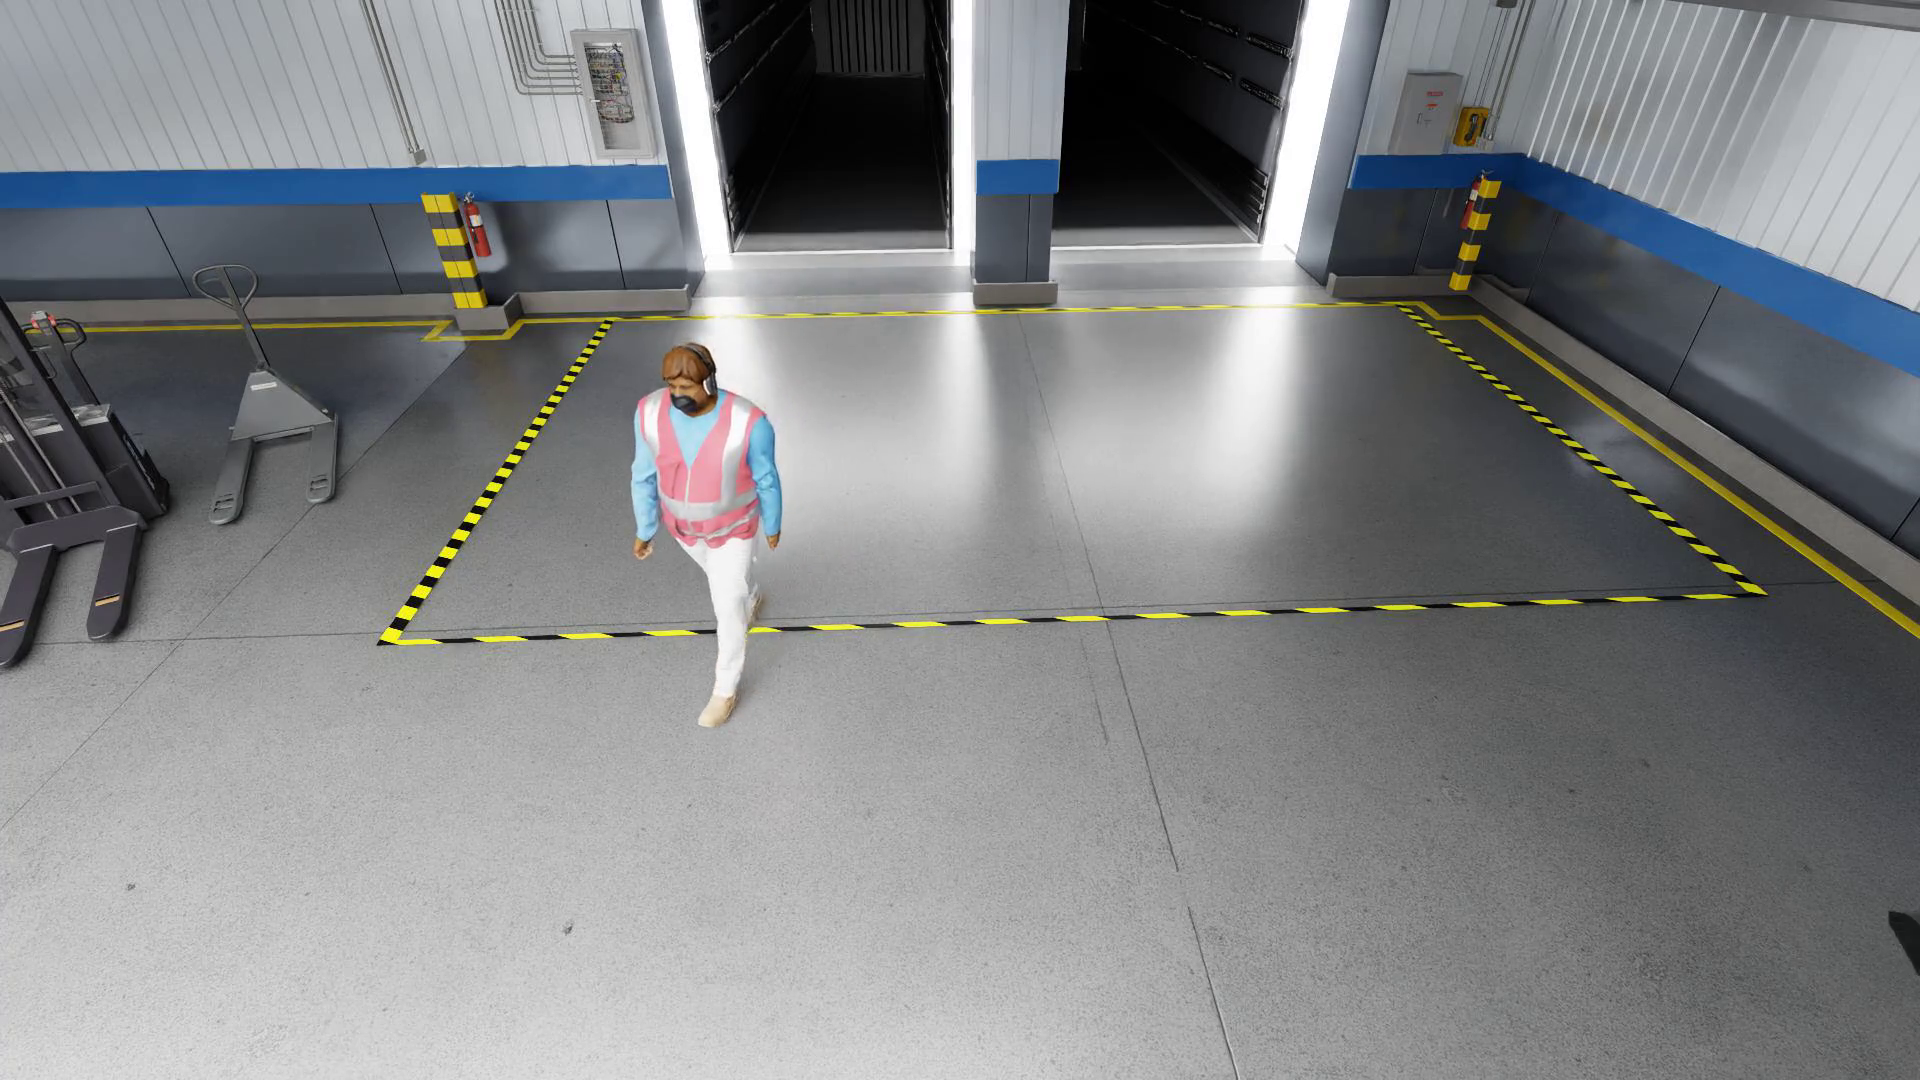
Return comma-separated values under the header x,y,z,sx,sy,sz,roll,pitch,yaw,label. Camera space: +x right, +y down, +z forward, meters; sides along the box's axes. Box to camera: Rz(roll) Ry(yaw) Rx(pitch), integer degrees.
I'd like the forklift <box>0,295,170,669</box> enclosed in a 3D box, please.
x,y,z,sx,sy,sz,roll,pitch,yaw,label
-5.212,-0.618,4.878,0.823,1.965,1.885,-20,39,-26,forklift

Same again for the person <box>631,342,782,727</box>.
x,y,z,sx,sy,sz,roll,pitch,yaw,label
-1.161,-0.075,4.282,0.637,1.794,0.982,8,36,11,person

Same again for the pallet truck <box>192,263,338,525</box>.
x,y,z,sx,sy,sz,roll,pitch,yaw,label
-4.778,-1.027,6.128,0.680,1.201,1.601,-17,38,-23,pallet truck
